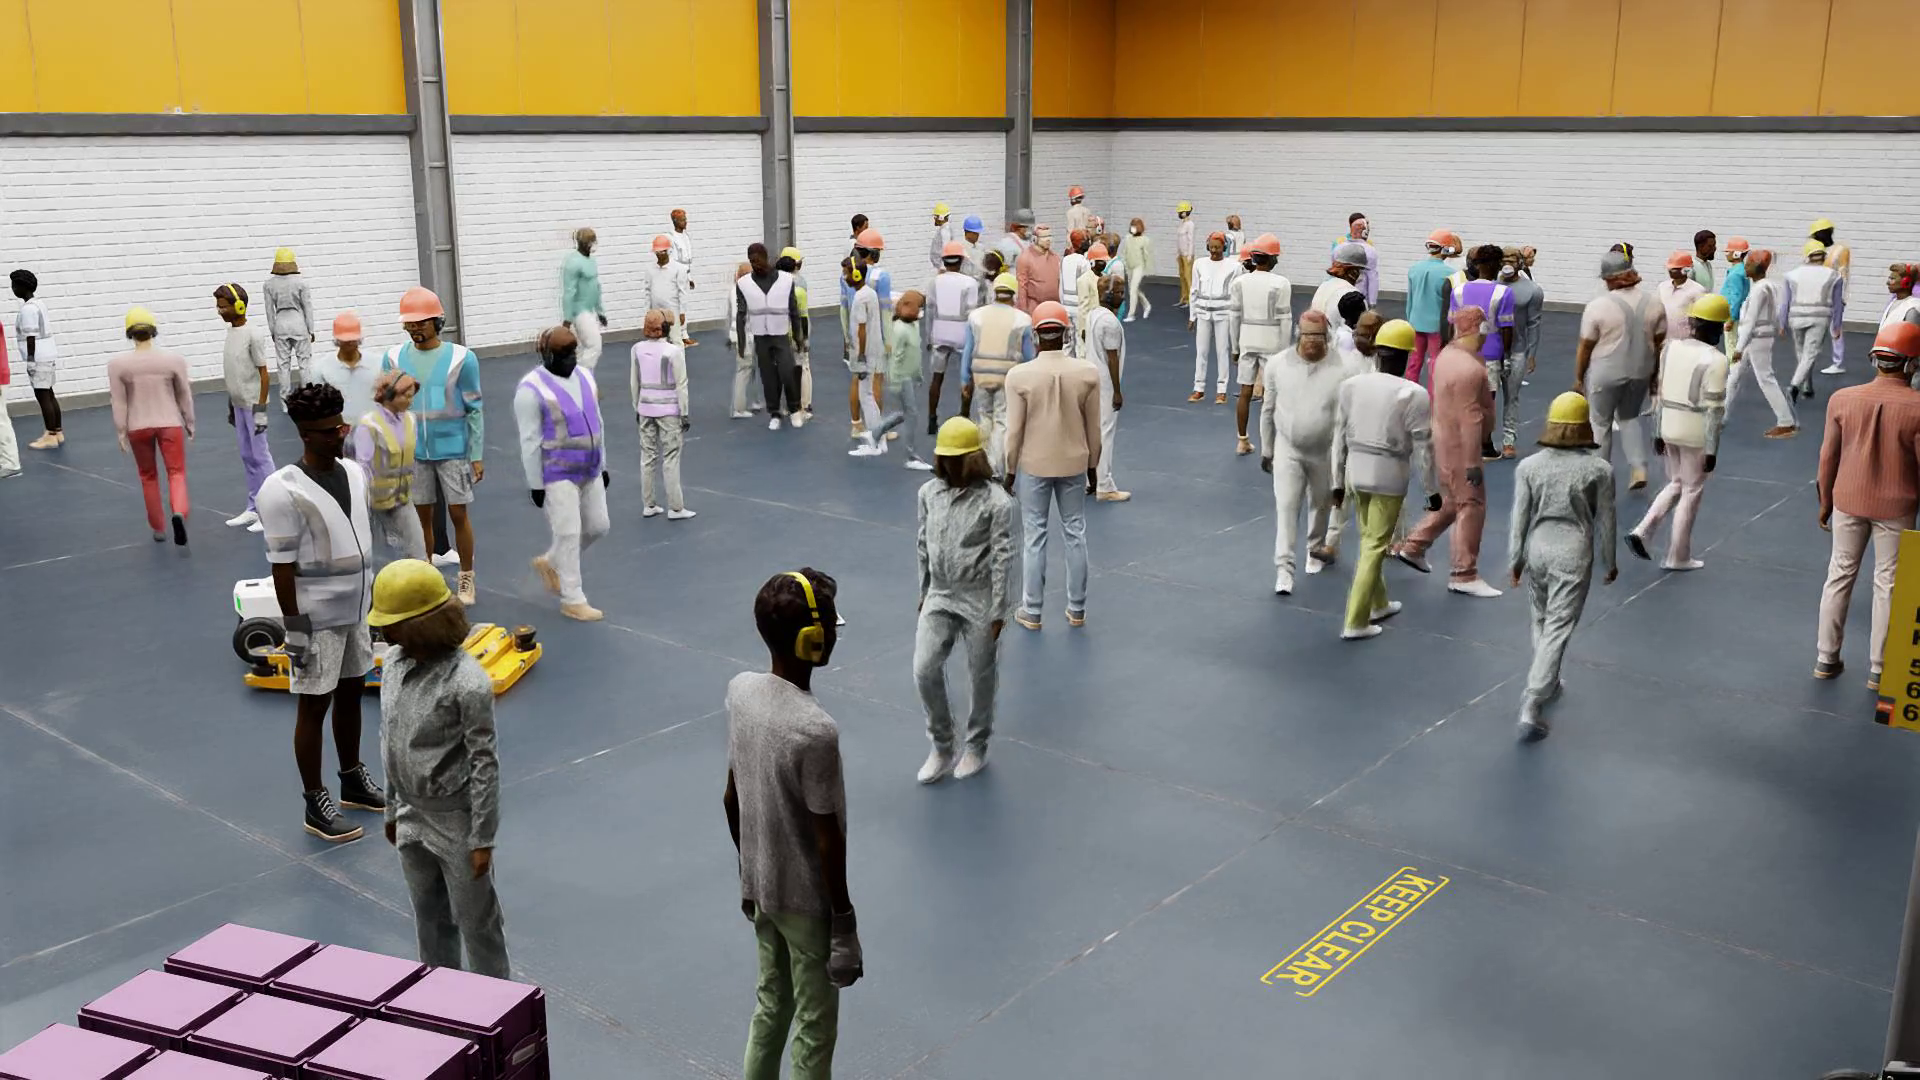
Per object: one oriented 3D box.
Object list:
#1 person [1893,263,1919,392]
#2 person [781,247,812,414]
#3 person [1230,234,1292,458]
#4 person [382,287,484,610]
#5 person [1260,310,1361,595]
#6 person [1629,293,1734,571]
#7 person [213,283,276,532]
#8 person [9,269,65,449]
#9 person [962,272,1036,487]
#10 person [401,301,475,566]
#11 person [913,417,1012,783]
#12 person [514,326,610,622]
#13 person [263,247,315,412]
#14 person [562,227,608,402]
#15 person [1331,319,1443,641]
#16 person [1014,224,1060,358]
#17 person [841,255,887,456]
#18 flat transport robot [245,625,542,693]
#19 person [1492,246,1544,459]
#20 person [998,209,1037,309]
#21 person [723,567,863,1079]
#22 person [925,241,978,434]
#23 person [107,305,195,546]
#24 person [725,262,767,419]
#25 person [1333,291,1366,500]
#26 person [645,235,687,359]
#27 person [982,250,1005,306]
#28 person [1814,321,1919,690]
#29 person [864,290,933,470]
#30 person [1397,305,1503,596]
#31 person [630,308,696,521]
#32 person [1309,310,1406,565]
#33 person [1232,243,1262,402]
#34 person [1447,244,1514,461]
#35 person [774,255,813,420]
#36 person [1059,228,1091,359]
[{"bbox_3d":[10.071,-2.146,17.593,0.528,1.620,0.600,13,19,43],"label":"person"},{"bbox_3d":[-1.741,-2.200,17.539,0.340,1.760,0.525,1,14,3],"label":"person"},{"bbox_3d":[2.763,-1.769,15.234,0.605,2.045,0.381,10,17,36],"label":"person"},{"bbox_3d":[-3.284,-0.555,10.386,0.611,2.042,0.394,0,14,2],"label":"person"},{"bbox_3d":[2.316,-0.604,11.005,0.663,1.851,1.003,3,14,12],"label":"person"},{"bbox_3d":[4.938,-0.718,11.298,0.465,1.910,0.617,-5,15,-17],"label":"person"},{"bbox_3d":[-5.366,-0.994,12.505,0.520,1.865,0.328,12,18,40],"label":"person"},{"bbox_3d":[-8.716,-1.710,15.726,0.319,1.687,0.539,-5,15,-18],"label":"person"},{"bbox_3d":[0.352,-1.357,14.069,0.616,1.803,0.560,5,15,18],"label":"person"},{"bbox_3d":[-3.679,-0.751,11.538,0.552,1.870,0.344,12,19,40],"label":"person"},{"bbox_3d":[-0.016,0.294,7.615,0.511,1.721,0.556,7,16,26],"label":"person"},{"bbox_3d":[-2.454,-0.421,10.294,0.562,1.825,0.648,8,16,28],"label":"person"},{"bbox_3d":[-7.105,-2.230,17.687,0.486,1.744,0.294,-1,14,-6],"label":"person"},{"bbox_3d":[-4.104,-2.476,18.308,0.625,1.915,0.643,2,14,6],"label":"person"},{"bbox_3d":[2.577,-0.361,9.899,0.781,1.897,0.611,-12,18,-39],"label":"person"},{"bbox_3d":[0.921,-2.637,18.981,0.636,1.911,0.406,-12,18,-39],"label":"person"},{"bbox_3d":[-0.897,-1.685,15.313,0.381,1.852,0.535,2,14,7],"label":"person"},{"bbox_3d":[-3.120,0.638,9.214,1.431,0.197,0.652,1,14,4],"label":"flat transport robot"},{"bbox_3d":[4.972,-1.715,15.233,0.627,1.941,0.371,6,15,23],"label":"person"},{"bbox_3d":[0.747,-3.074,20.457,0.576,2.000,0.711,5,15,20],"label":"person"},{"bbox_3d":[-0.439,0.986,4.589,0.315,1.867,0.532,-11,18,-37],"label":"person"},{"bbox_3d":[-0.081,-1.981,16.382,0.586,1.895,0.413,4,15,16],"label":"person"},{"bbox_3d":[-5.806,-0.806,11.989,0.536,1.748,0.681,-7,16,-25],"label":"person"},{"bbox_3d":[-2.154,-2.092,17.401,0.730,1.609,0.505,-14,19,-43],"label":"person"},{"bbox_3d":[3.167,-1.189,13.624,0.318,1.697,0.535,2,14,8],"label":"person"},{"bbox_3d":[-3.490,-2.728,19.675,0.565,1.744,0.350,6,15,21],"label":"person"},{"bbox_3d":[0.364,-1.922,16.321,0.334,1.821,0.657,1,14,2],"label":"person"},{"bbox_3d":[4.961,-0.184,9.000,0.379,1.996,0.610,-12,19,-41],"label":"person"},{"bbox_3d":[-0.559,-1.421,14.722,0.616,1.606,0.550,4,15,16],"label":"person"},{"bbox_3d":[3.252,-0.583,10.848,0.541,1.889,0.707,2,14,6],"label":"person"},{"bbox_3d":[-2.310,-0.968,12.856,0.523,1.638,0.311,8,16,28],"label":"person"},{"bbox_3d":[2.796,-0.693,11.458,0.934,1.782,0.536,-7,16,-25],"label":"person"},{"bbox_3d":[3.208,-2.402,18.365,0.336,1.745,0.560,0,14,1],"label":"person"},{"bbox_3d":[4.727,-1.701,15.124,0.611,1.962,0.364,12,18,39],"label":"person"},{"bbox_3d":[-1.772,-2.080,17.173,0.540,1.700,0.315,8,16,29],"label":"person"},{"bbox_3d":[1.334,-2.531,18.605,0.355,1.884,0.575,-9,17,-33],"label":"person"}]
